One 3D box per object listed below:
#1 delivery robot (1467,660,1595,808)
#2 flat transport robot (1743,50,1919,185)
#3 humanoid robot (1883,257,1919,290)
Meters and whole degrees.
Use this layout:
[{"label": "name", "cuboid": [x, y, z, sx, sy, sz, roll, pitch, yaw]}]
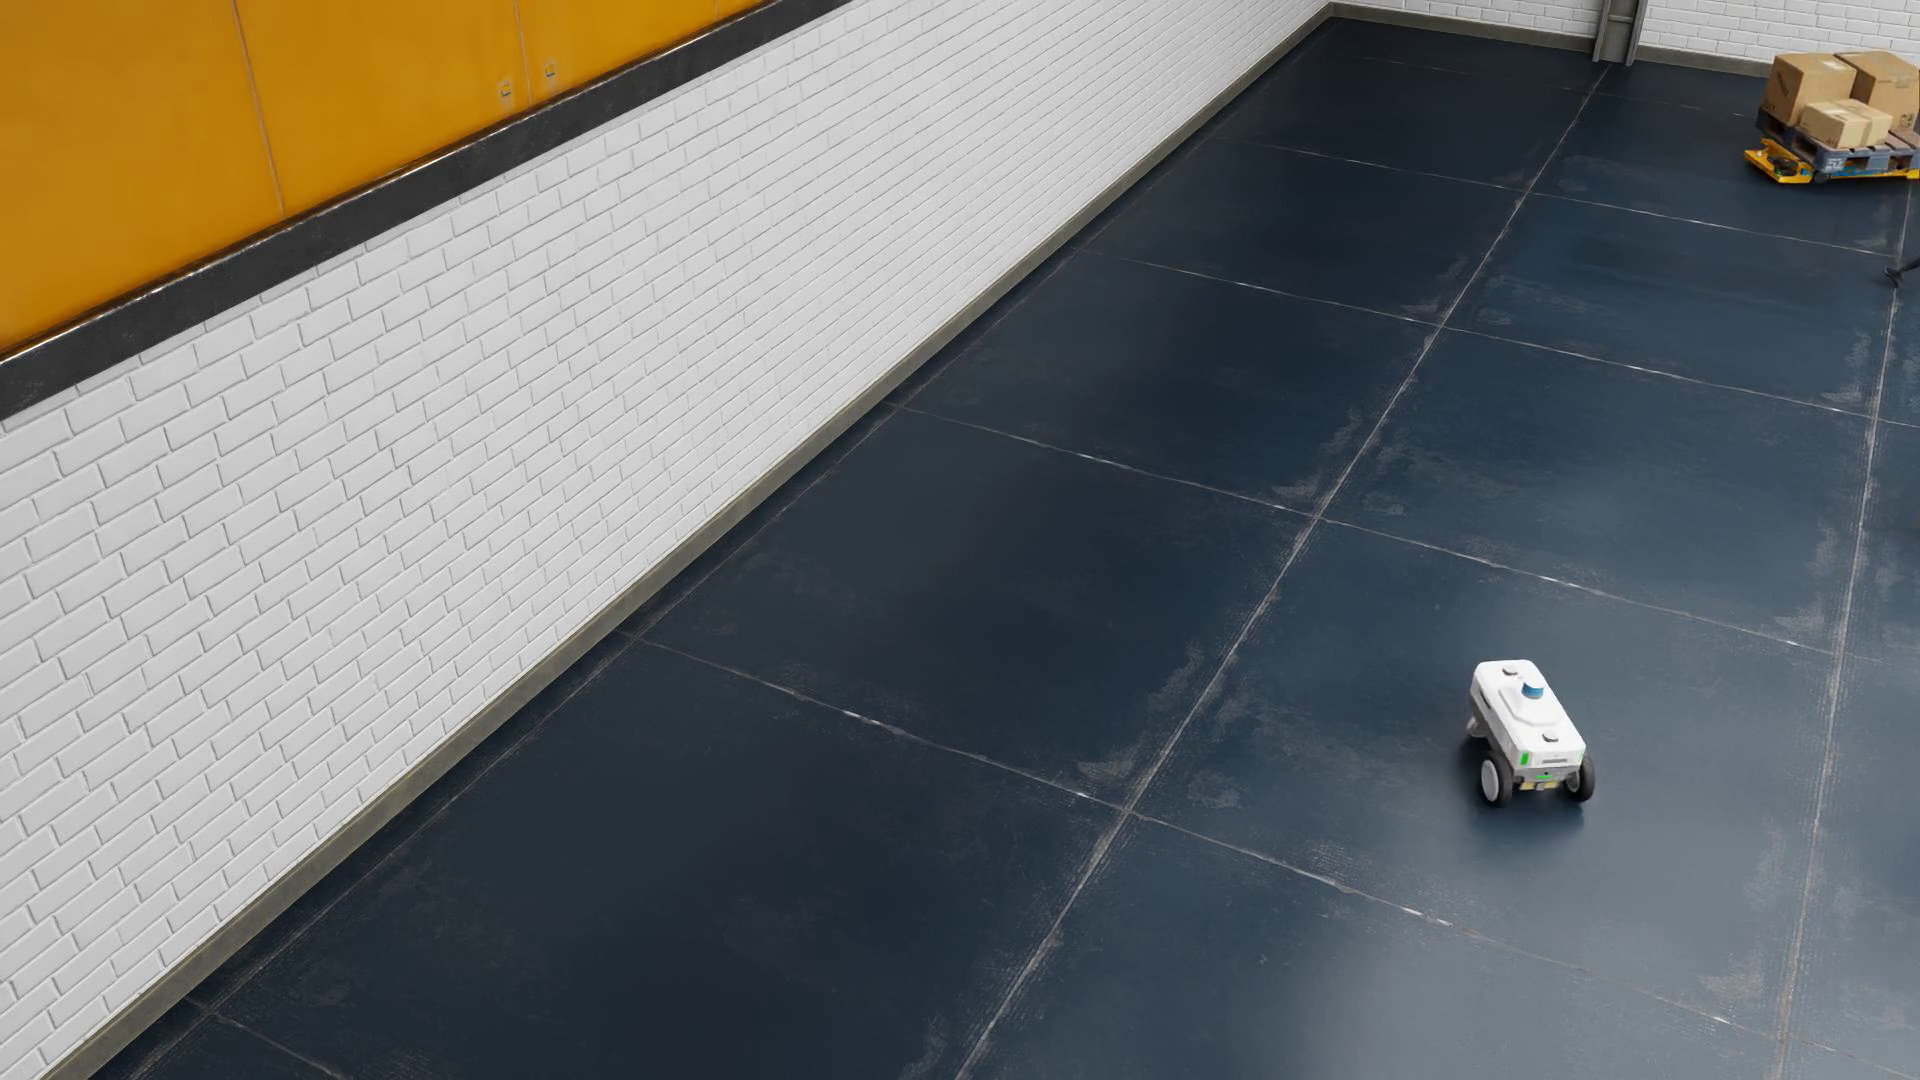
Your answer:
[{"label": "delivery robot", "cuboid": [2.834, 0.945, 8.307, 0.523, 0.585, 0.747, -3, 34, -5]}, {"label": "flat transport robot", "cuboid": [7.986, -3.472, 15.144, 1.431, 0.231, 0.659, -4, 34, -5]}, {"label": "humanoid robot", "cuboid": [7.647, -2.606, 12.629, 0.745, 1.631, 0.598, 23, 40, 30]}]
